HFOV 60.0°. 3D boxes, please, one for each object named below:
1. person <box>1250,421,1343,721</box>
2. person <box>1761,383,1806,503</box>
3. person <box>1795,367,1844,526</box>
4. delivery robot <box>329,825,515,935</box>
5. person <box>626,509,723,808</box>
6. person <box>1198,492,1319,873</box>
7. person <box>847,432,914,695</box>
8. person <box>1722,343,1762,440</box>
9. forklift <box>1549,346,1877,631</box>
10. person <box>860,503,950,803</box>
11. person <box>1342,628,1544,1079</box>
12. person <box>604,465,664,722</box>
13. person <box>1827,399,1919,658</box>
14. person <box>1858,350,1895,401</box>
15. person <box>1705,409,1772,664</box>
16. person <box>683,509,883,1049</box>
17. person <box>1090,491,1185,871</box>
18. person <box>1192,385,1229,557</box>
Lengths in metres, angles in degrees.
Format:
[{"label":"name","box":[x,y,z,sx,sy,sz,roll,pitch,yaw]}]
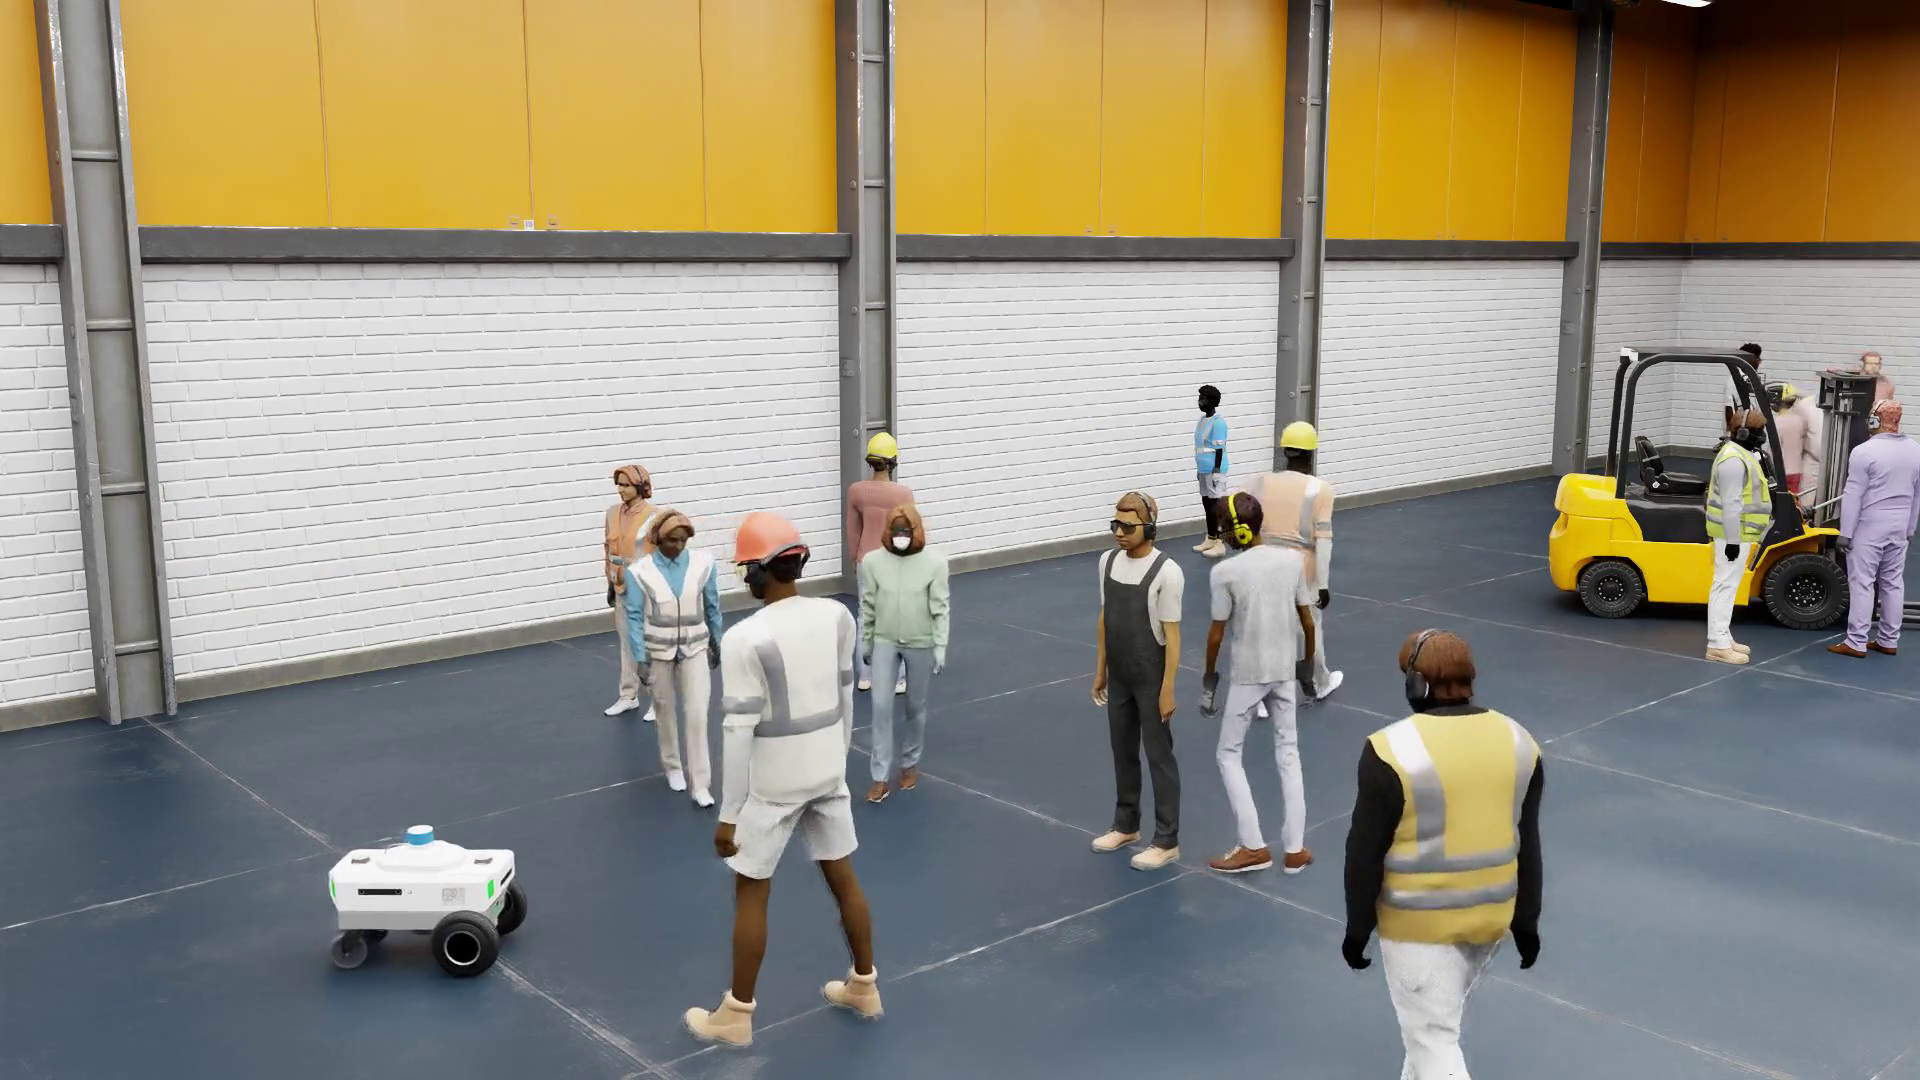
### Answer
[{"label":"person","box":[2.181,0.178,10.731,0.612,1.884,0.925,7,12,36]},{"label":"person","box":[7.859,-0.633,15.902,0.544,1.746,0.684,-3,10,-18]},{"label":"person","box":[8.246,-0.694,15.812,0.644,1.903,0.399,4,11,25]},{"label":"delivery robot","box":[-2.251,1.441,6.972,0.707,0.478,0.477,0,10,1]},{"label":"person","box":[-1.505,0.626,8.919,0.526,1.595,0.771,-3,10,-19]},{"label":"person","box":[1.456,0.685,7.950,0.598,1.837,0.397,-3,10,-16]},{"label":"person","box":[-0.512,0.162,11.188,0.527,1.772,0.306,5,11,26]},{"label":"person","box":[9.085,-1.319,19.341,0.609,1.954,0.406,-6,12,-33]},{"label":"forklift","box":[6.109,-0.478,13.691,2.313,2.155,1.214,3,10,16]},{"label":"person","box":[-0.312,0.611,8.999,0.507,1.610,0.678,1,10,4]},{"label":"person","box":[1.529,1.190,5.151,0.640,1.808,0.856,-4,11,-23]},{"label":"person","box":[-2.043,0.331,10.569,0.514,1.641,0.315,6,11,31]},{"label":"person","box":[6.738,-0.082,12.244,0.643,1.902,0.401,-3,10,-17]},{"label":"person","box":[10.404,-1.260,19.205,0.650,1.877,0.862,1,10,7]},{"label":"person","box":[5.669,-0.035,12.129,0.429,1.841,0.634,5,11,28]},{"label":"person","box":[-0.661,0.886,6.273,0.458,2.029,0.649,9,13,43]},{"label":"person","box":[0.857,0.670,8.036,0.348,1.838,0.503,-8,12,-38]},{"label":"person","box":[2.468,-0.685,16.385,0.321,1.691,0.537,-2,10,-13]}]
